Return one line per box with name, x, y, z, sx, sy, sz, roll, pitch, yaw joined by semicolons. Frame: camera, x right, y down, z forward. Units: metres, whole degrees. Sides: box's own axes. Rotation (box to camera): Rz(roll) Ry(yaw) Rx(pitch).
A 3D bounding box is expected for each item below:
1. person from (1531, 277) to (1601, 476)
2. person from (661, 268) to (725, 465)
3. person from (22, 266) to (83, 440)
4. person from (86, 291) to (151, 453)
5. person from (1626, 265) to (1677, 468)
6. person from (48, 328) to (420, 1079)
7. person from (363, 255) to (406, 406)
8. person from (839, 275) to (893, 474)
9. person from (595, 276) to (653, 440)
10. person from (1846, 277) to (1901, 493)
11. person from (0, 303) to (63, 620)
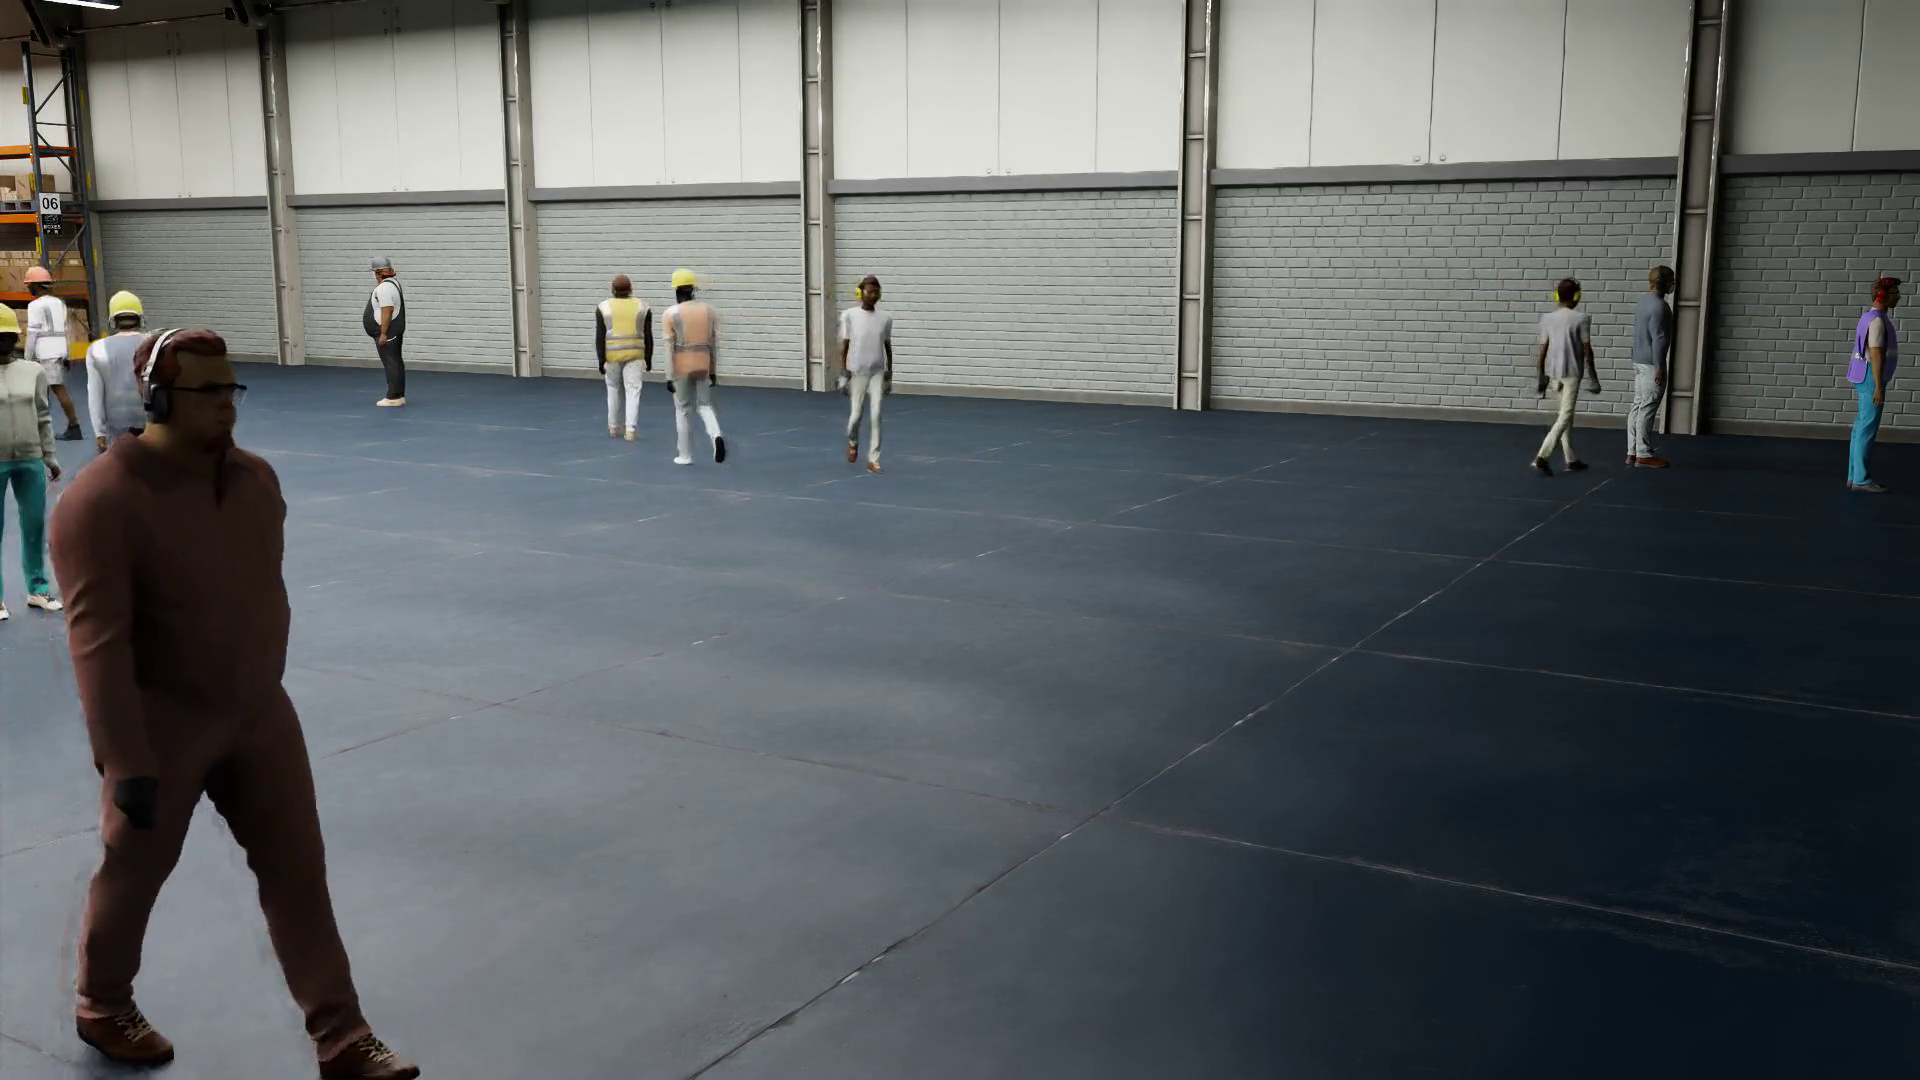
person;5.615;-1.515;15.425;0.913;1.835;0.531;-5;11;-28
person;-2.560;-1.646;15.965;0.612;1.909;0.672;-7;12;-36
person;-10.111;-2.026;18.208;0.930;1.896;0.569;0;10;-1
person;-5.697;-0.827;11.556;0.592;1.786;0.948;-3;10;-19
person;6.656;-1.667;16.000;0.353;1.937;0.635;1;10;7
person;-1.837;0.423;4.013;0.989;1.858;0.662;4;11;24
person;-7.792;-2.832;22.517;0.535;2.000;0.684;-1;10;-4
person;-0.890;-1.560;15.625;0.534;1.855;0.616;-3;10;-15
person;-3.740;-2.028;18.529;0.646;1.791;0.960;-3;10;-17
person;7.851;-1.334;14.317;0.389;1.846;0.566;4;10;21
person;-5.332;-0.442;9.331;0.327;1.766;0.534;7;12;35
